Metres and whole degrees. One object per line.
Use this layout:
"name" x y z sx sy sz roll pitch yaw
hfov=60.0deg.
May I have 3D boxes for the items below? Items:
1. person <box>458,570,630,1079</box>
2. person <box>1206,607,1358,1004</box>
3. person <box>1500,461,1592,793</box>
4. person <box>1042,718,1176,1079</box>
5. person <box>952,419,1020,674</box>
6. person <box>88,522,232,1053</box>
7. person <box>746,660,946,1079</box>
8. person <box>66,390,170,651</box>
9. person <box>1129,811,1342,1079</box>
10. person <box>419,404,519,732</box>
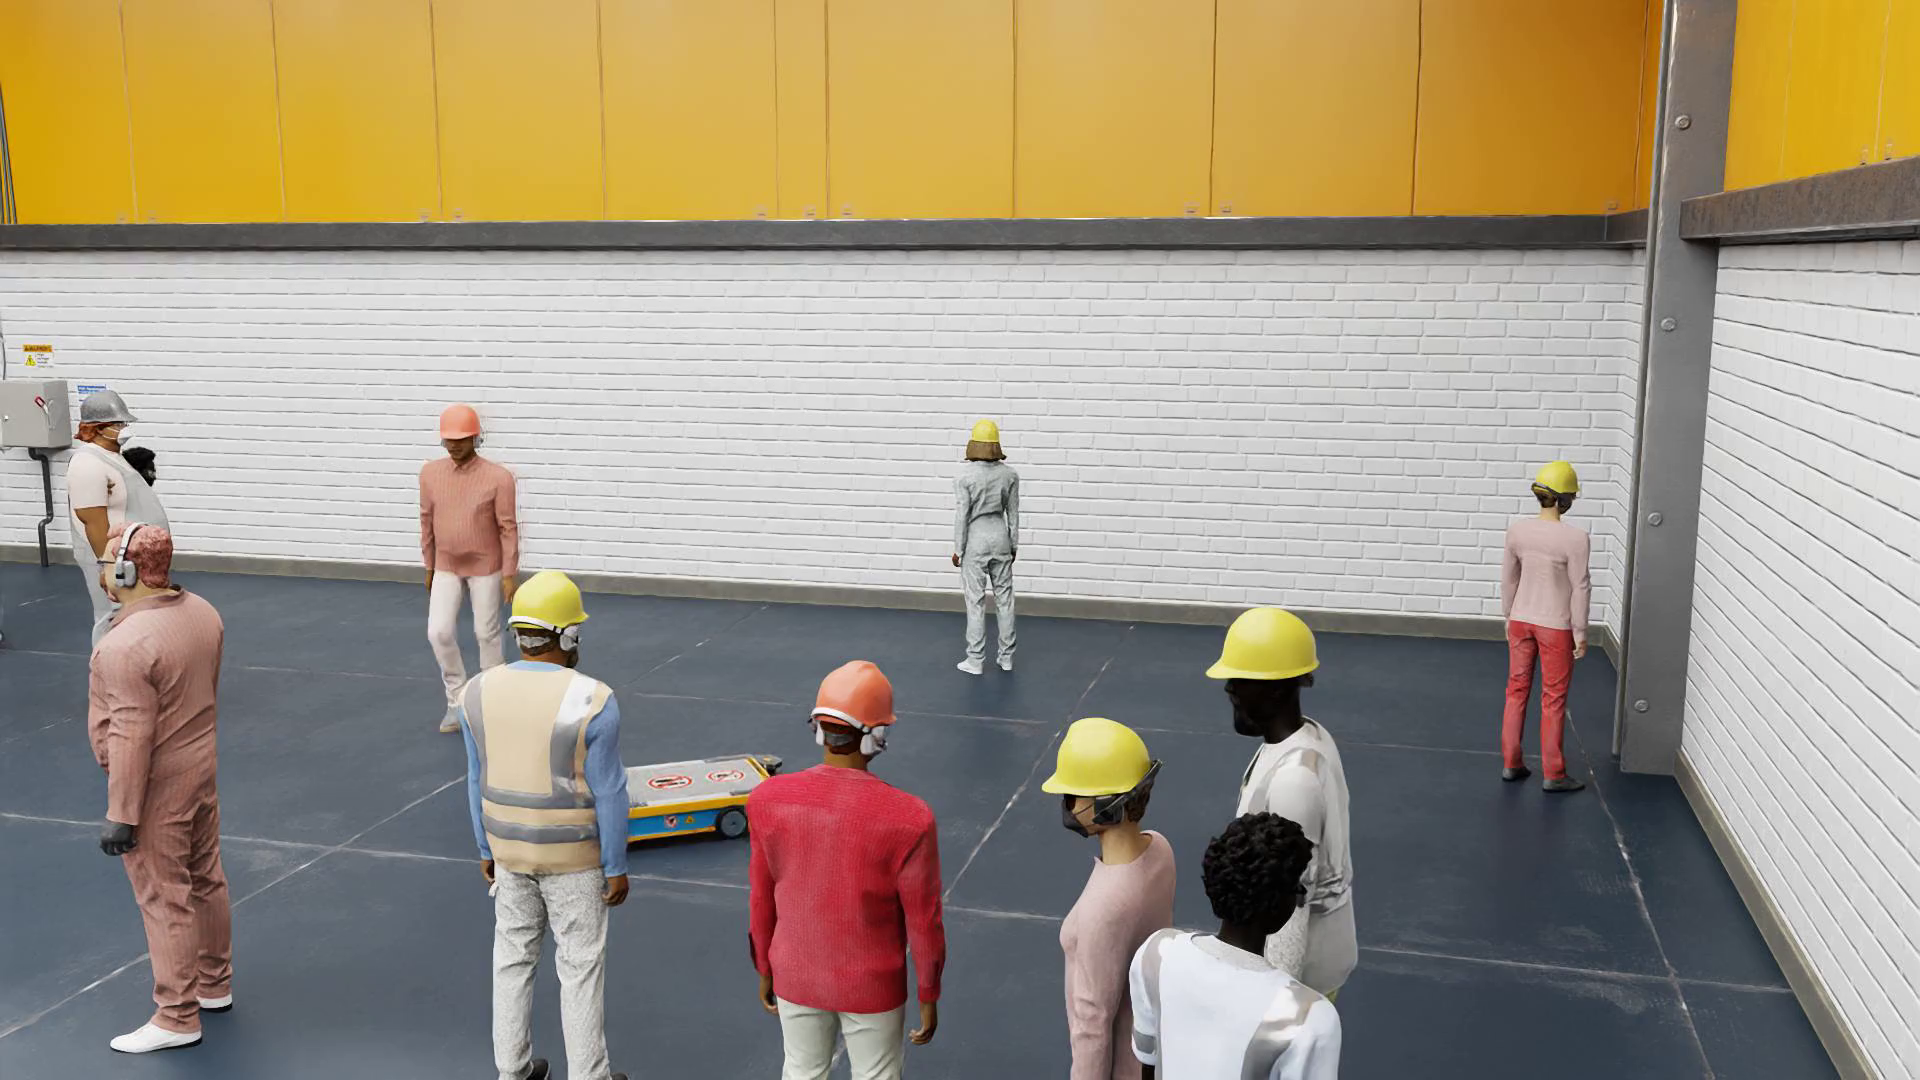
"person" -1.348 1.007 5.496 0.591 1.824 0.405 3 10 19
"person" 0.864 1.126 4.531 0.419 1.917 0.581 1 10 9
"person" 3.130 0.457 8.888 0.328 1.769 0.526 -6 12 -33
"person" 0.365 1.287 4.029 0.344 1.761 0.526 4 10 23
"person" 0.170 0.044 11.390 0.493 1.743 0.312 -5 11 -25
"person" -2.898 0.879 5.990 0.407 1.910 0.639 0 10 2
"person" -0.308 1.193 4.635 0.575 1.740 0.349 3 10 17
"person" -5.150 0.091 10.238 0.538 2.000 0.684 -3 10 -17
"person" 0.581 1.403 3.561 0.319 1.686 0.539 -9 13 -43
"person" -2.936 0.180 9.882 0.643 1.973 0.592 1 10 6
